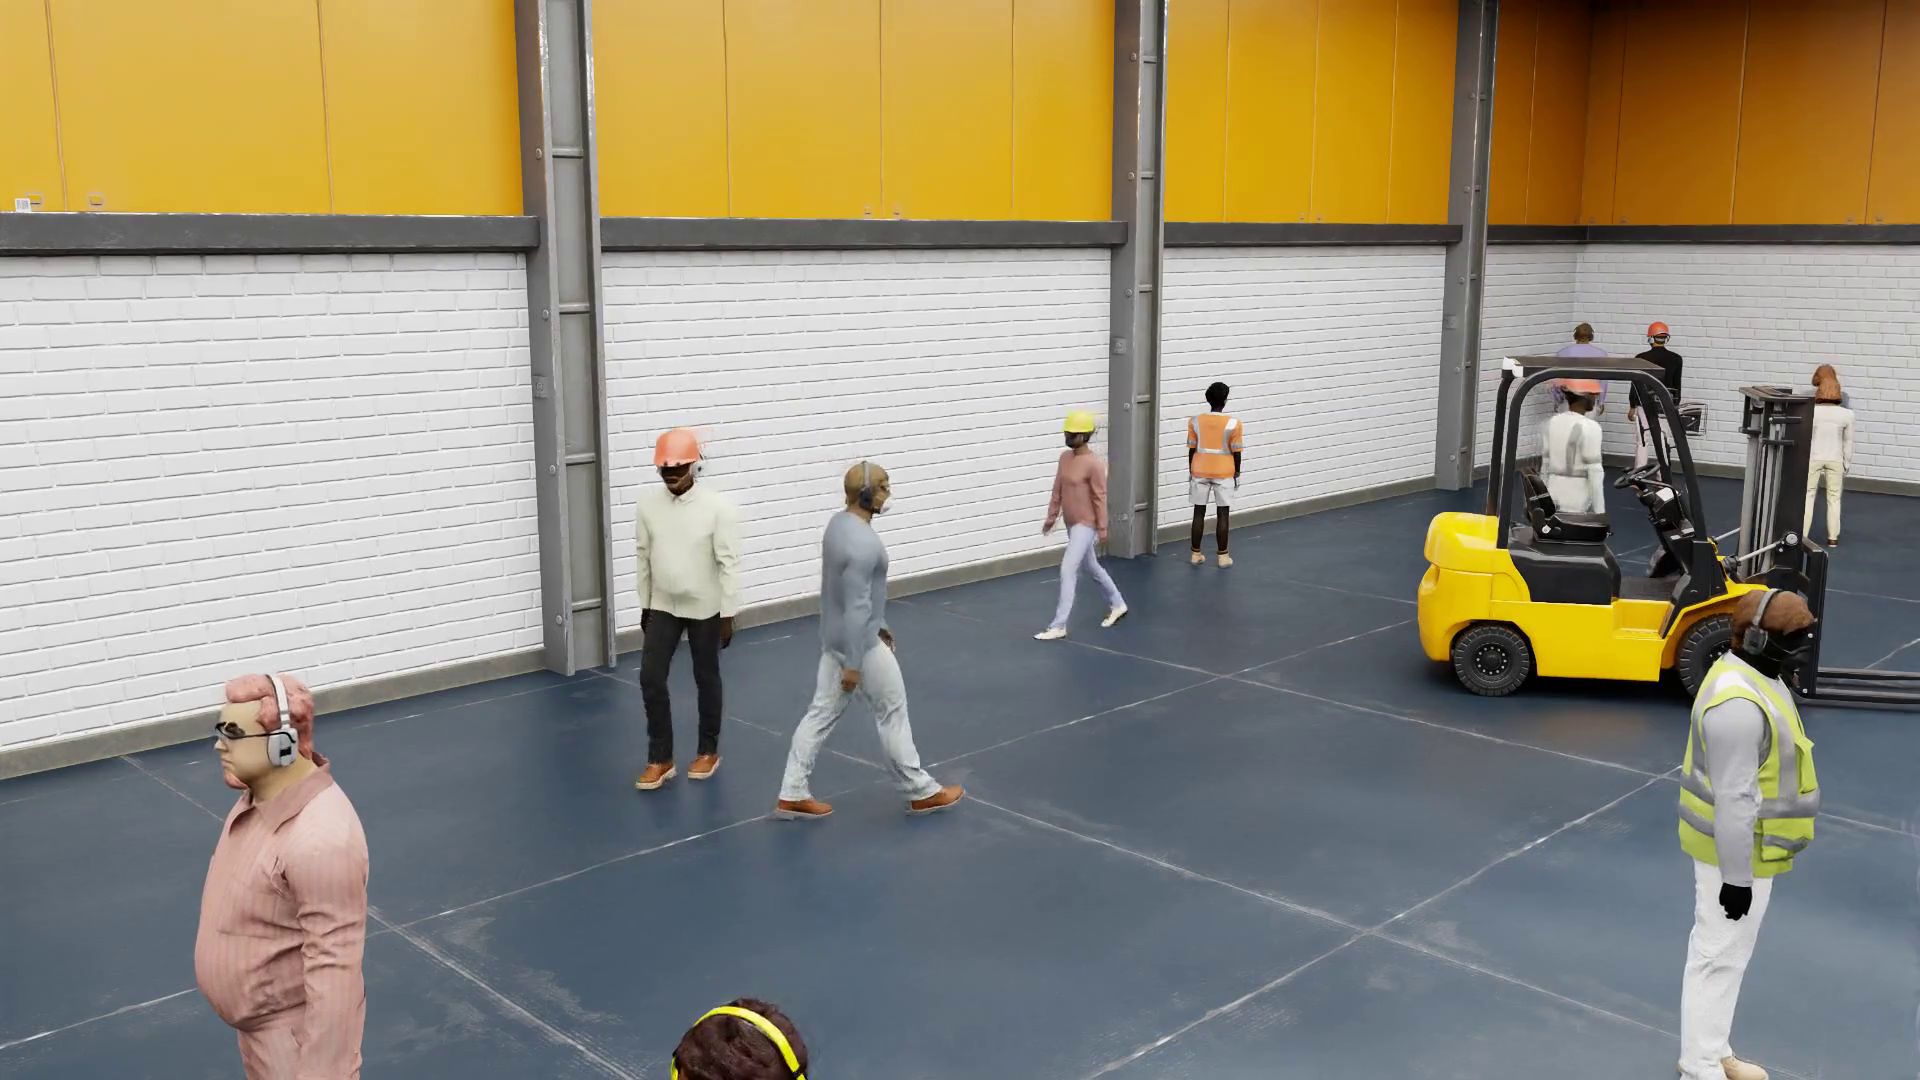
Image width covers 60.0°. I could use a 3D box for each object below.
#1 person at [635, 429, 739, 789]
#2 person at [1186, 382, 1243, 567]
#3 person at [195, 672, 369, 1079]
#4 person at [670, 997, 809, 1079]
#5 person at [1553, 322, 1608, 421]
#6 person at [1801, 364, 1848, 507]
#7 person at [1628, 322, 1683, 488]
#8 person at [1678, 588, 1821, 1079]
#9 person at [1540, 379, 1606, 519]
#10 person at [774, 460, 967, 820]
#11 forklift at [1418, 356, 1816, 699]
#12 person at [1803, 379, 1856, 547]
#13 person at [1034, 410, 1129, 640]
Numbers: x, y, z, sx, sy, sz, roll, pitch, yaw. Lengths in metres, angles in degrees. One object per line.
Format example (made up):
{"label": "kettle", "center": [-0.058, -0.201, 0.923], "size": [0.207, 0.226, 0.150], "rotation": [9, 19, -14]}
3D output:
{"label": "person", "center": [-1.518, 0.383, 9.028], "size": [0.643, 1.965, 0.752], "rotation": [3, 11, 14]}
{"label": "person", "center": [2.314, -0.594, 15.143], "size": [0.530, 1.689, 0.321], "rotation": [4, 11, 23]}
{"label": "person", "center": [-1.764, 1.274, 4.359], "size": [0.410, 1.912, 0.641], "rotation": [-8, 13, -36]}
{"label": "person", "center": [-0.324, 1.595, 2.776], "size": [0.530, 1.849, 0.634], "rotation": [6, 12, 32]}
{"label": "person", "center": [7.671, -1.720, 20.602], "size": [0.630, 1.940, 0.372], "rotation": [4, 11, 22]}
{"label": "person", "center": [9.421, -1.111, 18.168], "size": [0.506, 1.614, 0.640], "rotation": [2, 11, 9]}
{"label": "person", "center": [8.272, -1.602, 19.831], "size": [0.613, 1.988, 0.402], "rotation": [-1, 10, -6]}
{"label": "person", "center": [2.685, 1.064, 5.692], "size": [0.428, 1.840, 0.631], "rotation": [5, 12, 27]}
{"label": "person", "center": [4.661, -0.324, 12.830], "size": [0.999, 2.013, 0.617], "rotation": [-2, 11, -10]}
{"label": "person", "center": [-0.502, 0.524, 8.534], "size": [1.009, 1.889, 0.632], "rotation": [-4, 11, -20]}
{"label": "forklift", "center": [4.276, -0.101, 11.076], "size": [2.313, 2.155, 1.214], "rotation": [2, 11, 13]}
{"label": "person", "center": [8.387, -0.748, 16.164], "size": [0.497, 1.627, 0.288], "rotation": [4, 11, 20]}
{"label": "person", "center": [0.951, -0.139, 12.566], "size": [0.894, 1.725, 0.526], "rotation": [-5, 12, -26]}
